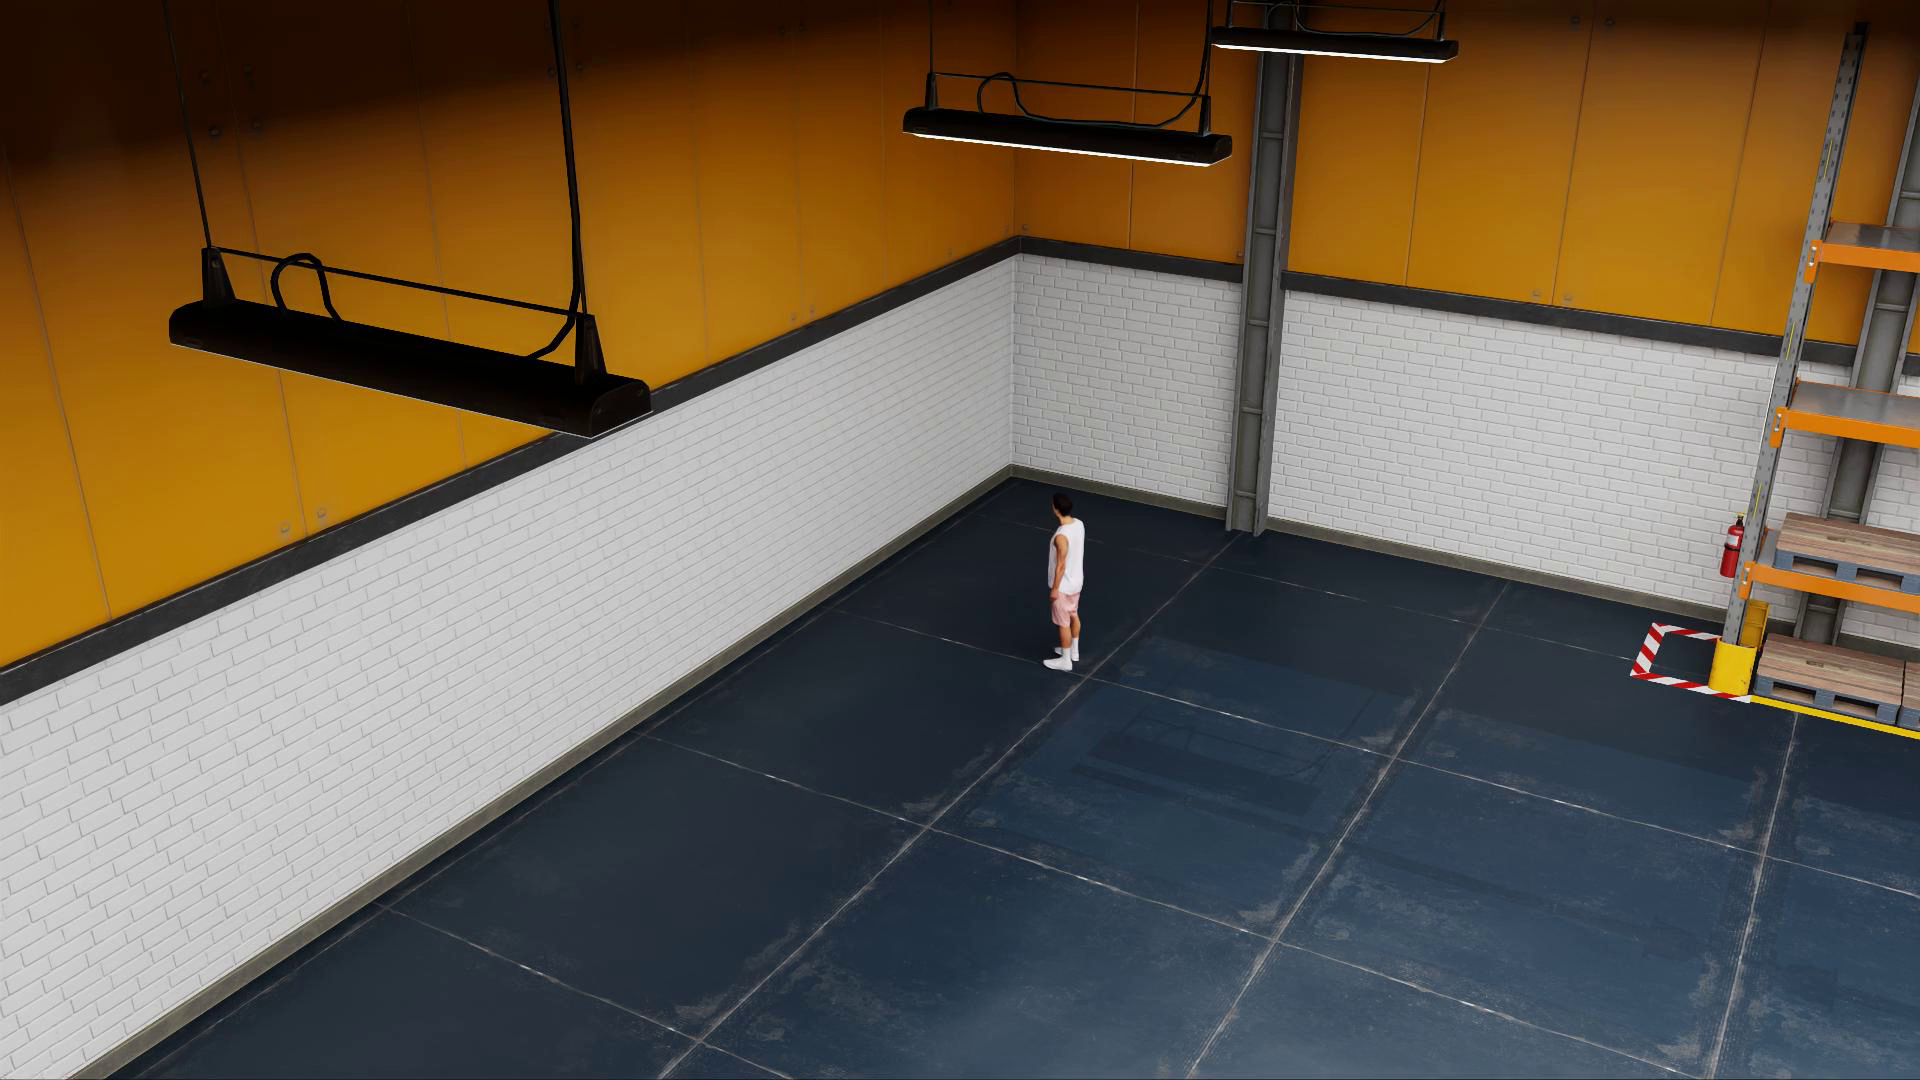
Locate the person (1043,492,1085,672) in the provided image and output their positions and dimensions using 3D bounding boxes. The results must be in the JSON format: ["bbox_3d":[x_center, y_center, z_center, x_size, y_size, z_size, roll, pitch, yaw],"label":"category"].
[{"bbox_3d":[1.020,0.395,15.924,0.554,1.784,0.638,11,26,24],"label":"person"}]
